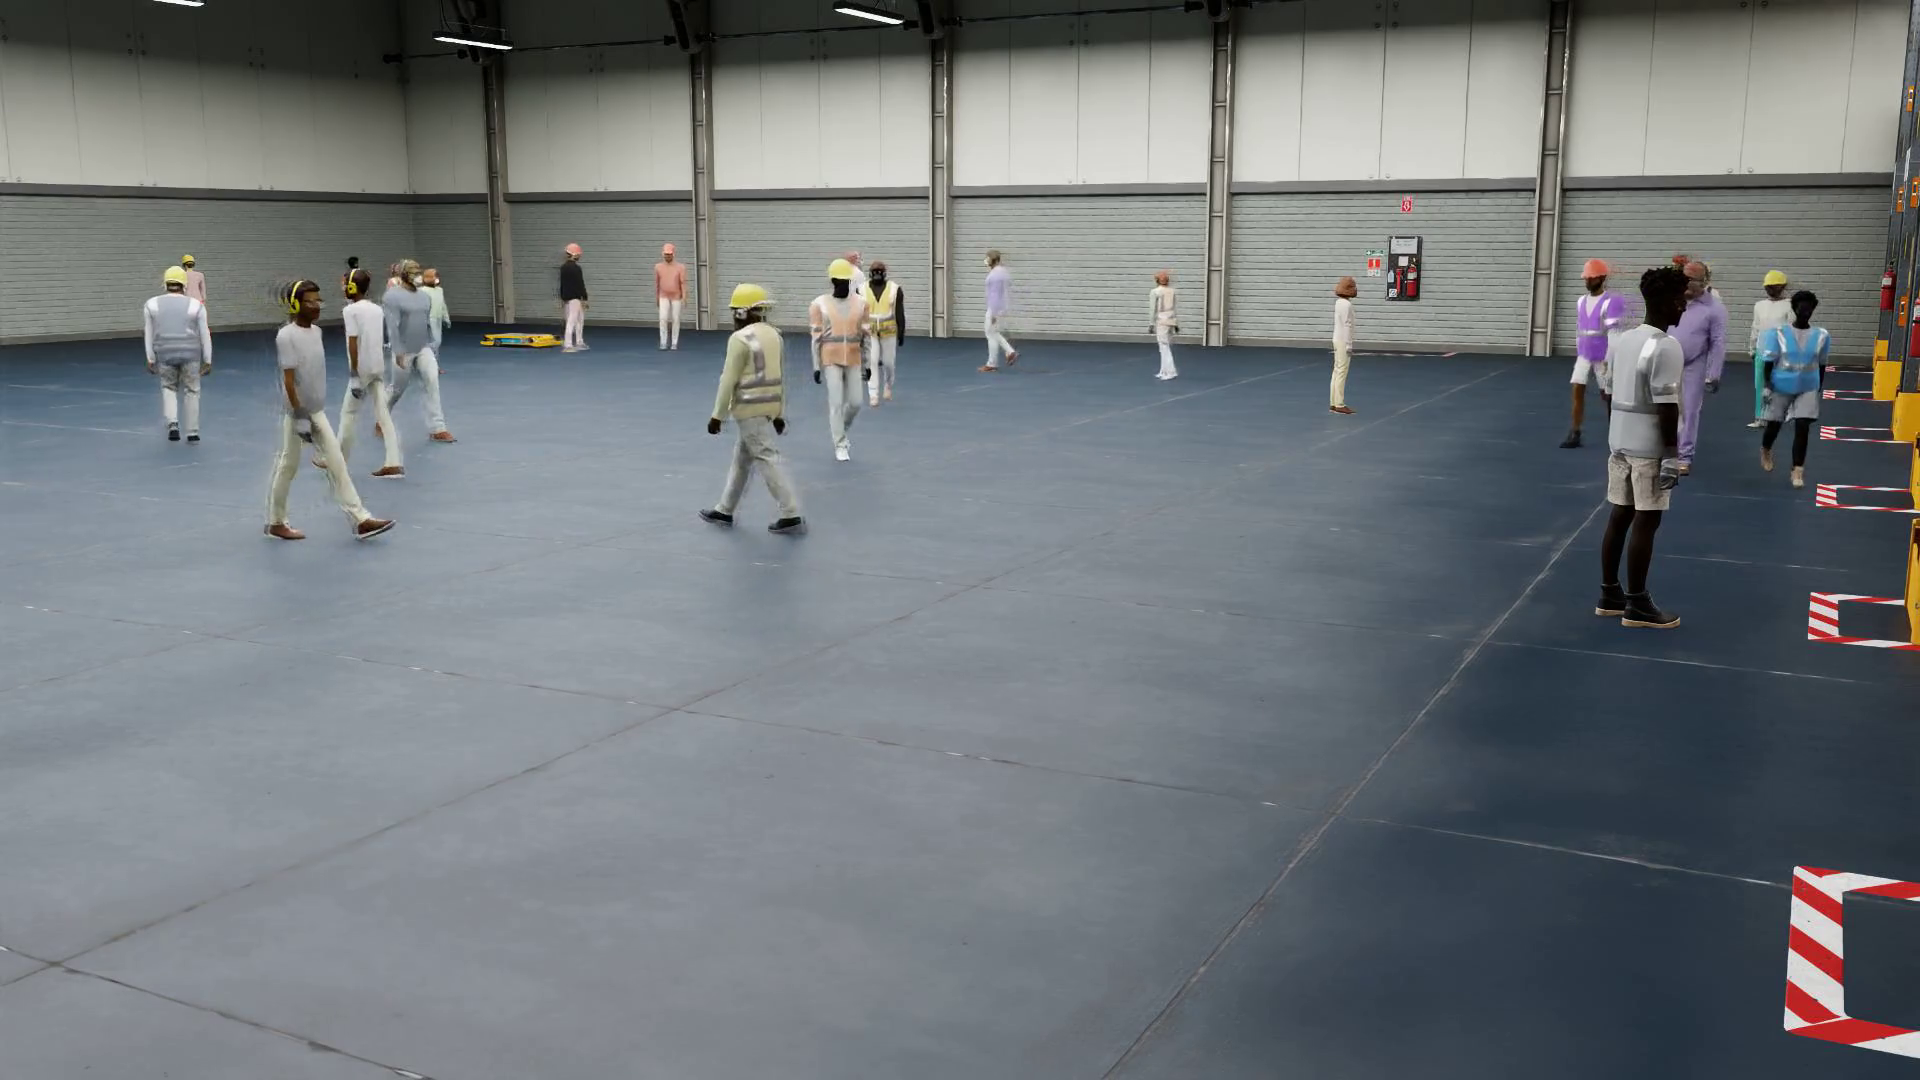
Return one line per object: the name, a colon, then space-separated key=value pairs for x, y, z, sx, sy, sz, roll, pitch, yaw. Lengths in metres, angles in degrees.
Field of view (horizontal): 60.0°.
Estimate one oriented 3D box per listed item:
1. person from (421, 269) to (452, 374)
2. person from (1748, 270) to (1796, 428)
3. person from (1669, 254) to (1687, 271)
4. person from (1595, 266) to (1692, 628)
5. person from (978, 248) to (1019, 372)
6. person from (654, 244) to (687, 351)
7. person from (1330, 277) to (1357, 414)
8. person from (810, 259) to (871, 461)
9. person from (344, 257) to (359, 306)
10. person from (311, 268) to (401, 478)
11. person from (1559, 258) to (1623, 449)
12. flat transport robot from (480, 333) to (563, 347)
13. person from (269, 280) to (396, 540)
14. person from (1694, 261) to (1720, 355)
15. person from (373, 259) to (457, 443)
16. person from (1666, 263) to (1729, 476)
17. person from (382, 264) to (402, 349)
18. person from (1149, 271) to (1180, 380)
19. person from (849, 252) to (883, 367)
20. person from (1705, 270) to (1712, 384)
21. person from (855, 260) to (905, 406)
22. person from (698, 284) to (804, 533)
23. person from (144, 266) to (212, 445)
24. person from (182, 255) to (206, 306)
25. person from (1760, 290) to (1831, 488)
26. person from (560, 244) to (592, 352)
person: x=-8.075 y=-3.356 z=25.588 sx=0.374 sy=1.619 sz=0.503 roll=3 pitch=11 yaw=17
person: x=9.030 y=-2.113 z=18.438 sx=0.488 sy=1.748 sz=0.537 roll=-7 pitch=12 yaw=-32
person: x=10.820 y=-3.342 z=24.867 sx=0.771 sy=1.859 sz=0.585 roll=3 pitch=11 yaw=14
person: x=3.773 y=-0.508 z=9.123 sx=0.387 sy=1.956 sz=0.614 roll=-1 pitch=10 yaw=-7
person: x=0.578 y=-3.569 z=25.899 sx=0.537 sy=1.928 sz=0.645 roll=2 pitch=11 yaw=10
person: x=-5.352 y=-4.476 z=30.755 sx=0.617 sy=1.958 sz=0.882 roll=-1 pitch=10 yaw=-5
person: x=4.618 y=-2.336 z=19.972 sx=0.275 sy=1.636 sz=0.507 roll=0 pitch=10 yaw=-1
person: x=-1.140 y=-1.718 z=15.865 sx=0.602 sy=1.909 sz=0.529 roll=-4 pitch=11 yaw=-19
person: x=-12.656 y=-5.112 z=34.980 sx=0.615 sy=1.673 sz=0.563 roll=3 pitch=11 yaw=14
person: x=-5.341 y=-1.465 z=14.673 sx=0.926 sy=1.831 sz=0.562 roll=4 pitch=11 yaw=21
person: x=6.450 y=-1.876 z=16.755 sx=0.886 sy=1.912 sz=0.560 roll=-6 pitch=12 yaw=-31
flat transport robot: x=-8.433 y=-3.853 z=31.974 sx=1.431 sy=0.197 sz=0.652 roll=4 pitch=11 yaw=22
person: x=-4.456 y=-0.877 z=11.514 sx=0.992 sy=1.813 sz=0.529 roll=3 pitch=11 yaw=14
person: x=8.700 y=-2.378 z=19.682 sx=0.697 sy=1.829 sz=0.534 roll=-9 pitch=14 yaw=-41
person: x=-5.712 y=-1.952 z=17.199 sx=1.006 sy=1.899 sz=0.634 roll=7 pitch=12 yaw=32
person: x=6.453 y=-1.517 z=14.839 sx=0.686 sy=1.887 sz=0.436 roll=7 pitch=12 yaw=33
person: x=-10.473 y=-4.341 z=31.016 sx=0.857 sy=1.593 sz=0.522 roll=3 pitch=11 yaw=18
person: x=3.093 y=-3.178 z=24.678 sx=0.531 sy=1.602 sz=0.606 roll=-9 pitch=14 yaw=-40
person: x=-1.613 y=-3.636 z=26.445 sx=0.976 sy=1.852 sz=0.676 roll=-9 pitch=14 yaw=-40
person: x=10.444 y=-3.092 z=23.824 sx=0.866 sy=1.723 sz=0.555 roll=4 pitch=11 yaw=20
person: x=-1.019 y=-2.628 z=21.070 sx=0.638 sy=1.827 sz=0.743 roll=0 pitch=10 yaw=-1
person: x=-1.507 y=-0.940 z=11.969 sx=0.926 sy=1.789 sz=0.600 roll=4 pitch=11 yaw=20
person: x=-7.945 y=-1.873 z=16.948 sx=0.622 sy=1.815 sz=0.429 roll=-3 pitch=11 yaw=-16
person: x=-14.319 y=-4.423 z=31.001 sx=0.309 sy=1.769 sz=0.523 roll=9 pitch=14 yaw=40
person: x=7.148 y=-1.312 z=14.309 sx=0.534 sy=1.676 sz=0.712 roll=3 pitch=11 yaw=16
person: x=-6.987 y=-4.434 z=30.495 sx=0.754 sy=1.965 sz=0.639 roll=-8 pitch=13 yaw=-37
